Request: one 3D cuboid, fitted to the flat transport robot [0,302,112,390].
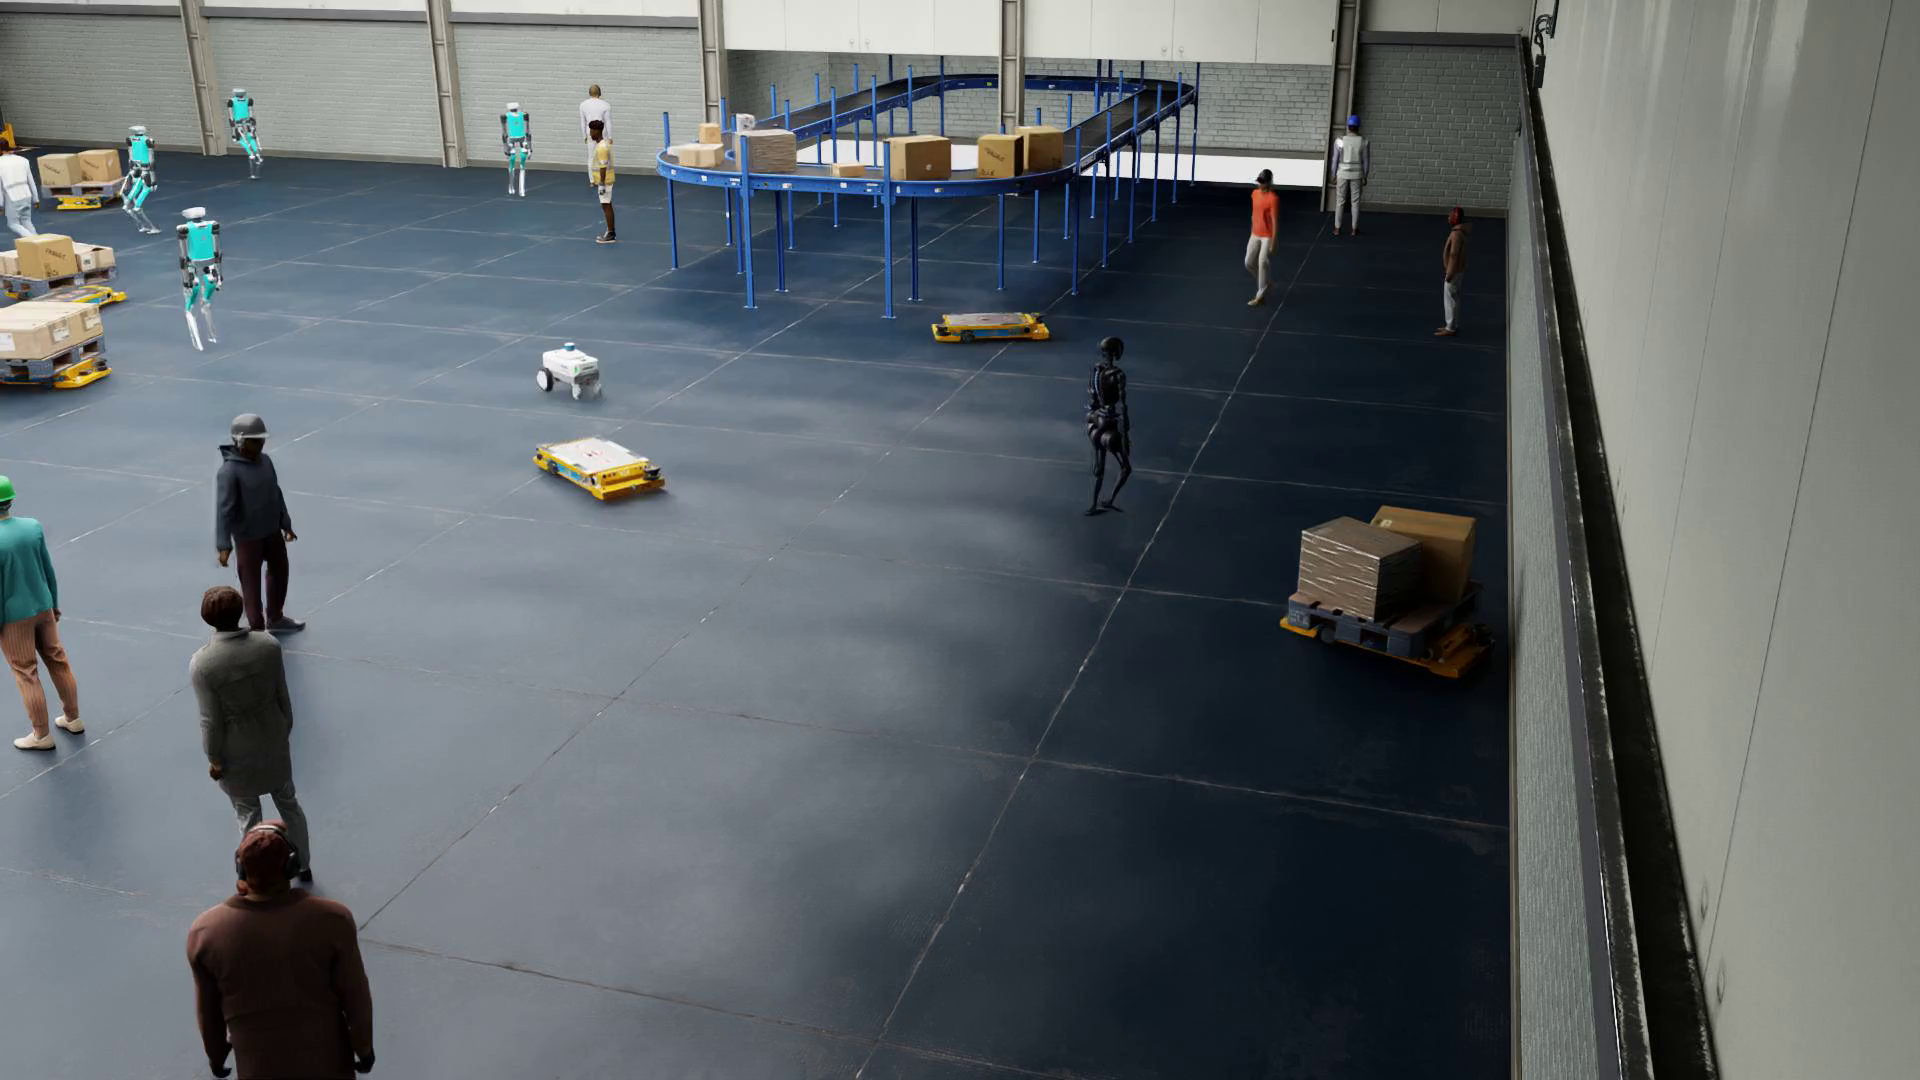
[{"bbox_3d":[-10.668,-1.946,19.226,1.431,0.231,0.659,2,21,5],"label":"flat transport robot"}]

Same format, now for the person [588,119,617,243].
[{"bbox_3d":[-5.764,-5.802,26.882,0.372,1.959,0.602,-3,21,-8],"label":"person"}]

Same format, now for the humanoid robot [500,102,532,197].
[{"bbox_3d":[-8.308,-7.240,31.061,0.542,1.888,0.781,-11,24,-26],"label":"humanoid robot"}]

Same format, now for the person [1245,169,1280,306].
[{"bbox_3d":[4.116,-4.118,22.628,0.614,1.886,0.535,-15,26,-34],"label":"person"}]

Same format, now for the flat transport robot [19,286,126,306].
[{"bbox_3d":[-12.046,-3.208,22.498,0.659,0.231,1.431,4,21,10],"label":"flat transport robot"}]

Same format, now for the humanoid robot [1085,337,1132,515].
[{"bbox_3d":[1.319,-1.016,14.864,0.422,1.648,0.596,-11,23,-25],"label":"humanoid robot"}]

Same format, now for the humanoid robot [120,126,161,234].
[{"bbox_3d":[-13.559,-5.900,27.351,0.534,1.729,0.711,8,22,19],"label":"humanoid robot"}]

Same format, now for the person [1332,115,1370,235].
[{"bbox_3d":[6.436,-6.006,27.439,0.603,1.937,0.399,5,22,14],"label":"person"}]

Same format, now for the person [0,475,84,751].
[{"bbox_3d":[-6.065,0.463,10.745,0.363,1.873,0.518,9,23,21],"label":"person"}]

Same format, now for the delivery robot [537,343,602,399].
[{"bbox_3d":[-4.404,-1.922,18.791,0.802,0.614,0.499,20,28,41],"label":"delivery robot"}]

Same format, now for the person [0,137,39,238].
[{"bbox_3d":[-14.341,-5.191,25.385,0.604,1.884,0.637,10,23,24],"label":"person"}]

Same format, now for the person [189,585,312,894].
[{"bbox_3d":[-3.901,1.114,9.127,0.369,1.828,0.504,19,28,40],"label":"person"}]

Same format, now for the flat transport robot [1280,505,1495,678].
[{"bbox_3d":[3.187,0.668,12.446,1.431,0.231,0.659,16,26,36],"label":"flat transport robot"}]

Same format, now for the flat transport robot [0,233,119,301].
[{"bbox_3d":[-12.530,-3.471,23.180,1.431,0.231,0.659,11,24,27],"label":"flat transport robot"}]

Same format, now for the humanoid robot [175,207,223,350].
[{"bbox_3d":[-9.479,-3.230,20.564,0.793,1.802,0.532,15,25,33],"label":"humanoid robot"}]

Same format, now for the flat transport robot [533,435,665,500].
[{"bbox_3d":[-3.494,-0.711,16.020,0.659,0.231,1.431,-17,27,-36],"label":"flat transport robot"}]

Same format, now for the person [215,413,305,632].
[{"bbox_3d":[-5.167,-0.039,12.161,0.395,1.804,0.713,9,23,22],"label":"person"}]

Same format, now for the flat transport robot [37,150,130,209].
[{"bbox_3d":[-15.905,-6.237,30.353,0.659,0.231,1.431,-3,21,-8],"label":"flat transport robot"}]

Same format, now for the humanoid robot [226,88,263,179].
[{"bbox_3d":[-14.000,-7.951,32.780,0.691,1.818,0.542,16,27,36],"label":"humanoid robot"}]

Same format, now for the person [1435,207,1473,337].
[{"bbox_3d":[6.274,-3.398,21.080,0.310,1.645,0.477,9,23,21],"label":"person"}]

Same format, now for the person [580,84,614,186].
[{"bbox_3d":[-6.998,-7.799,32.109,0.623,1.931,0.375,4,21,9],"label":"person"}]

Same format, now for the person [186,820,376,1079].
[{"bbox_3d":[-2.693,2.015,6.713,0.666,1.891,0.409,-4,21,-9],"label":"person"}]

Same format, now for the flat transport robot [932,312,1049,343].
[{"bbox_3d":[0.382,-2.708,21.202,1.431,0.231,0.659,-2,21,-6],"label":"flat transport robot"}]
